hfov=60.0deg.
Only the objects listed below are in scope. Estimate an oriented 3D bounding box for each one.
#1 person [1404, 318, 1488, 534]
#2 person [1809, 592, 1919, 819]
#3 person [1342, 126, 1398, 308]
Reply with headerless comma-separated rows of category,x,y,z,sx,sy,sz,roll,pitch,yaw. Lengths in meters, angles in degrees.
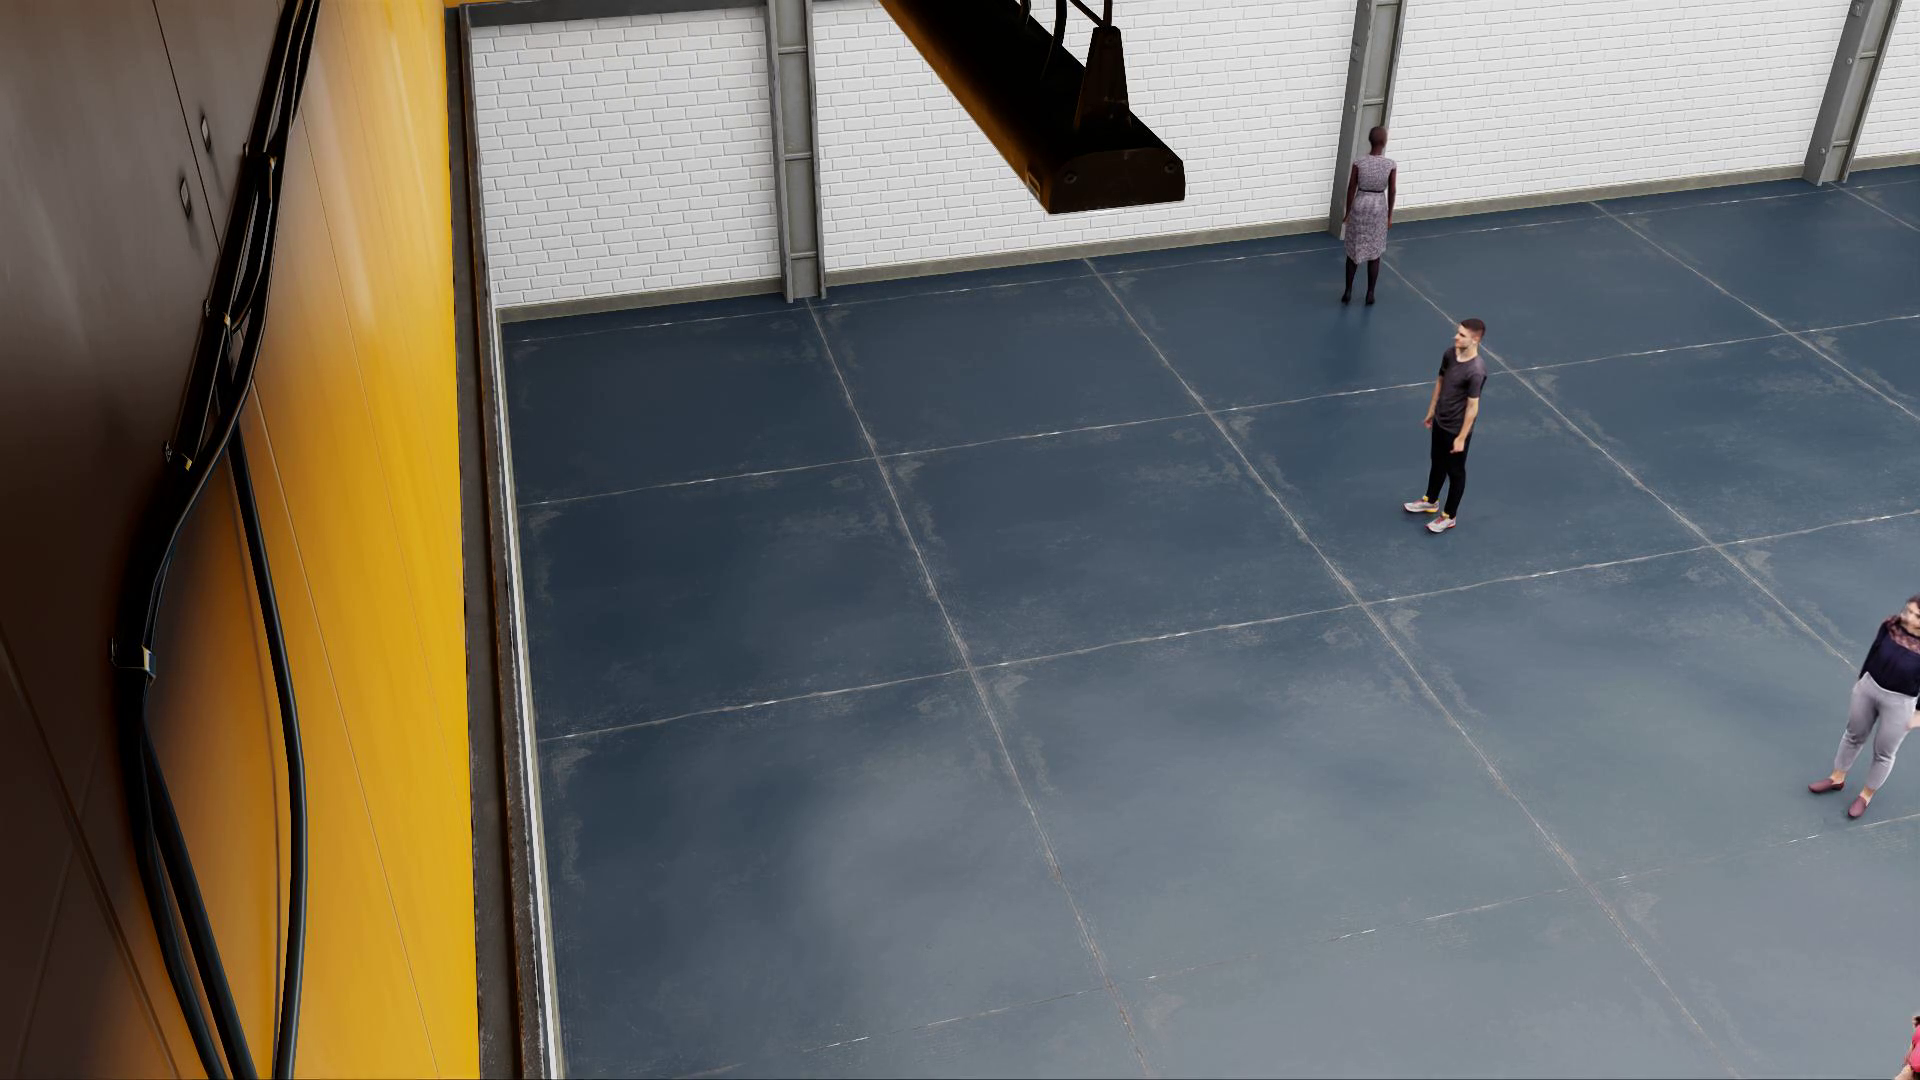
person,3.786,-0.897,12.754,0.551,1.764,0.644,-10,35,-15
person,5.611,0.973,10.079,0.628,1.611,0.654,-18,38,-25
person,3.941,-3.114,16.069,0.649,1.787,0.754,10,35,14
